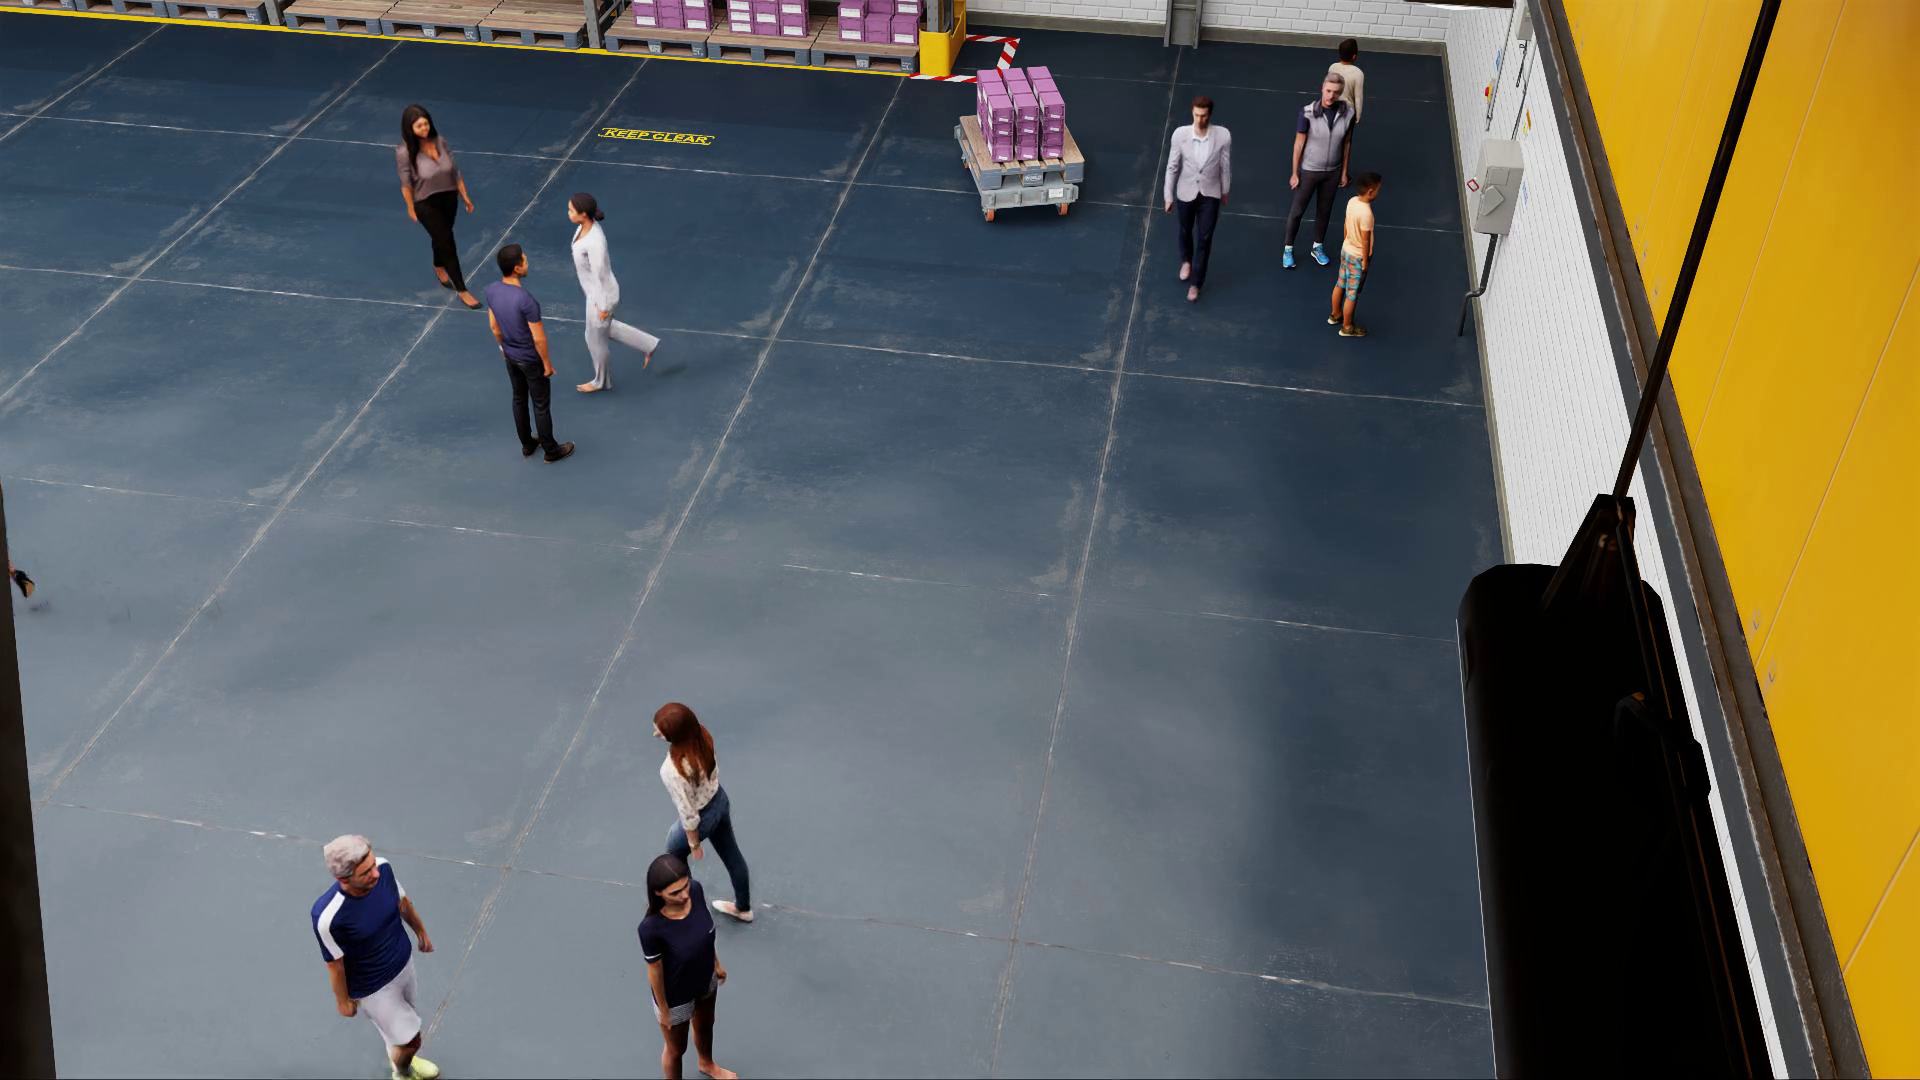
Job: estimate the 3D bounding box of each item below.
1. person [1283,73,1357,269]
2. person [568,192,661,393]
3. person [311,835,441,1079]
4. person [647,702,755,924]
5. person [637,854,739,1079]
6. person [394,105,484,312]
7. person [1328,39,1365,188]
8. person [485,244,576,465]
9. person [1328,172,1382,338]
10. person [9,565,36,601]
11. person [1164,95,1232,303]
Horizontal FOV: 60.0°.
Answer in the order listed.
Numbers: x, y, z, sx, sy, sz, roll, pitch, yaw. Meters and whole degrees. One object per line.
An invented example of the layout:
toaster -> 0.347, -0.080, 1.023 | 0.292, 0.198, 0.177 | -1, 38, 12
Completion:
person -> 3.205, -3.304, 14.836 | 0.640, 1.825, 0.824 | -7, 39, -8
person -> -2.791, -1.982, 13.267 | 1.064, 1.716, 0.892 | -11, 40, -14
person -> -2.906, 2.066, 8.112 | 0.686, 1.823, 0.715 | 13, 40, 15
person -> -1.309, 1.496, 8.925 | 0.879, 1.701, 0.705 | 15, 41, 18
person -> -1.335, 2.146, 8.058 | 0.656, 1.767, 0.651 | 24, 45, 27
person -> -4.572, -2.901, 14.352 | 1.223, 1.798, 0.996 | 26, 45, 29
person -> 3.701, -4.163, 16.199 | 0.566, 1.465, 0.680 | 23, 44, 26
person -> -3.273, -1.377, 12.454 | 0.591, 1.785, 0.762 | 19, 42, 22
person -> 3.334, -2.421, 14.021 | 0.609, 1.461, 0.595 | -10, 40, -12
person -> -6.737, -0.139, 11.032 | 1.024, 1.626, 0.680 | 0, 39, 0
person -> 2.101, -3.074, 14.557 | 0.948, 1.813, 0.800 | 8, 39, 10
